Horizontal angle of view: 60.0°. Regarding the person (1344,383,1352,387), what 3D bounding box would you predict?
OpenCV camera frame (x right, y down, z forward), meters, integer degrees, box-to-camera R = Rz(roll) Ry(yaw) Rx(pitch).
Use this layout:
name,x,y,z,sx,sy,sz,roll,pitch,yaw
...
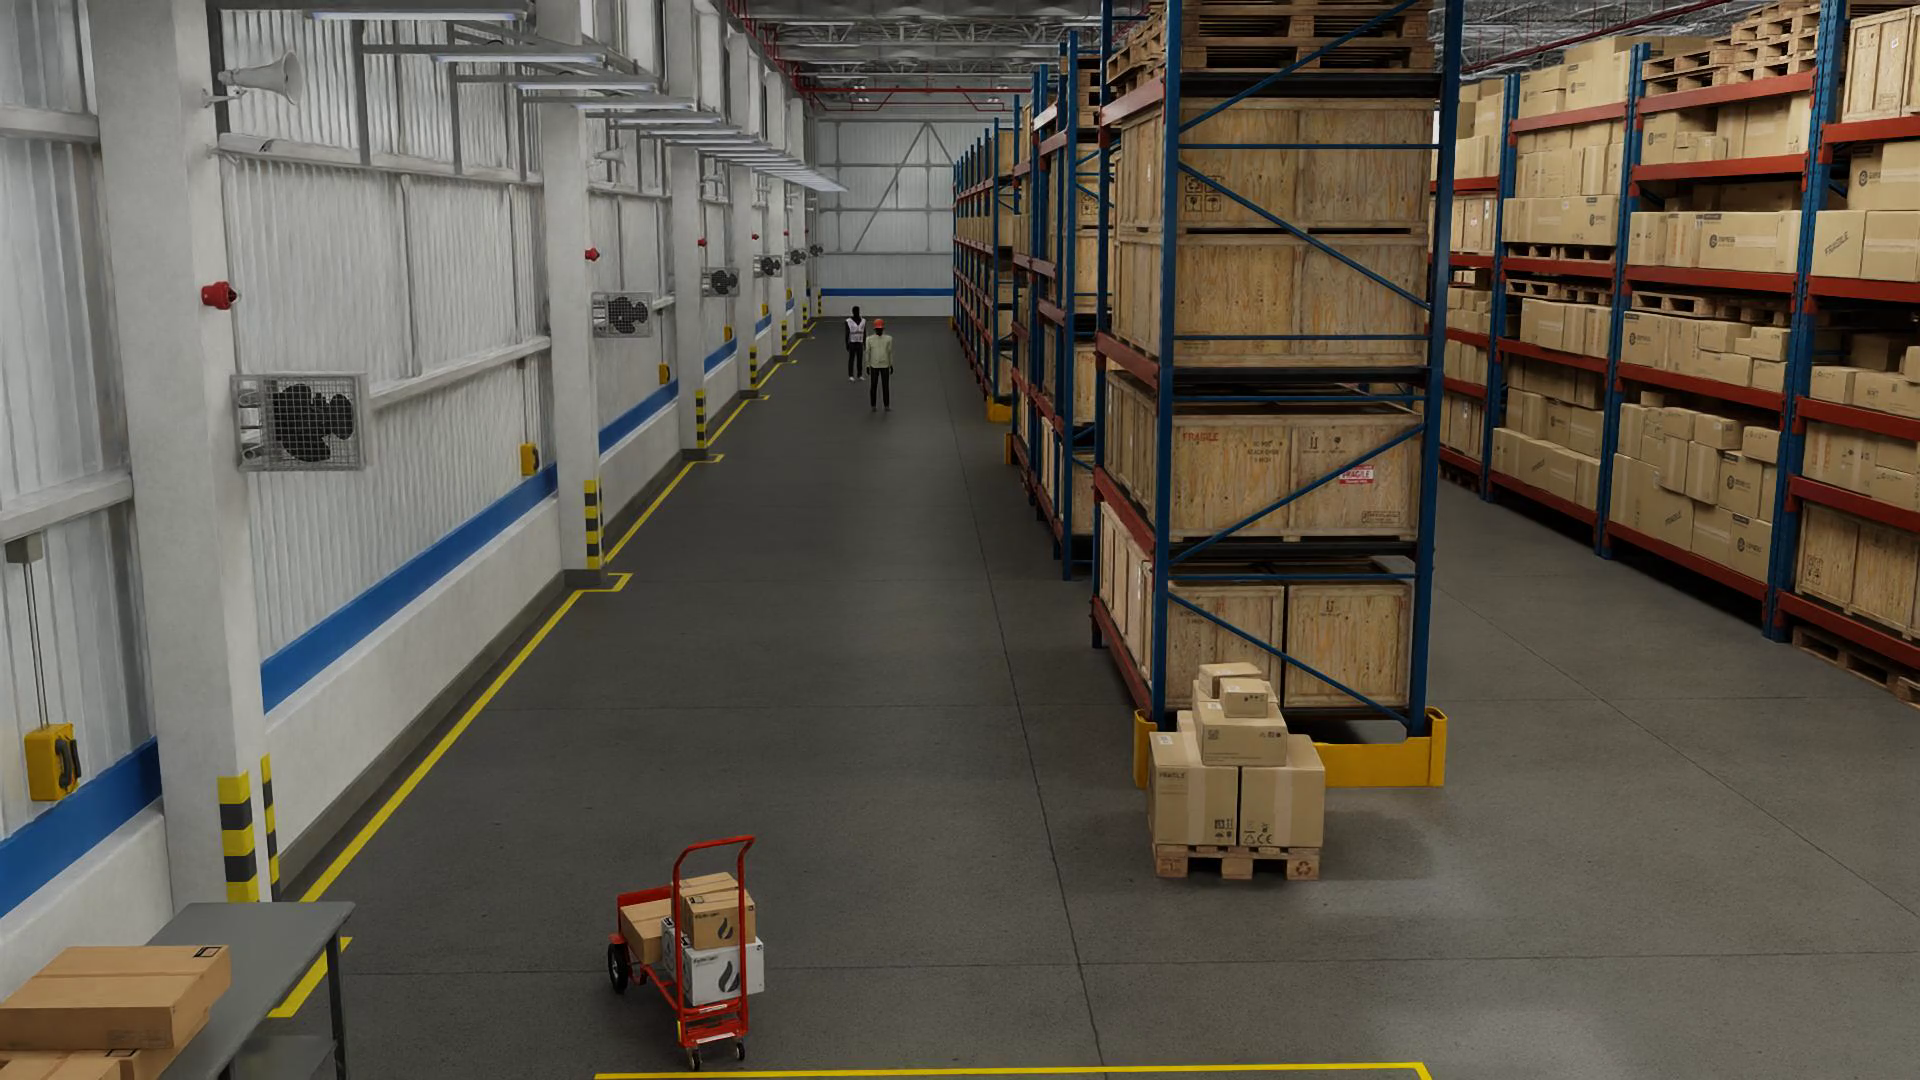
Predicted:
name,x,y,z,sx,sy,sz,roll,pitch,yaw
person,6.190,-2.156,27.742,0.664,1.852,0.986,8,13,35

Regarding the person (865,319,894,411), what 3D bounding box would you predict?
name,x,y,z,sx,sy,sz,roll,pitch,yaw
person,-1.725,-3.745,35.674,0.616,1.987,0.407,-2,11,-11

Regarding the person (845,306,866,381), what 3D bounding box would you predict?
name,x,y,z,sx,sy,sz,roll,pitch,yaw
person,-2.678,-5.033,42.579,0.589,1.911,0.387,-7,13,-33
